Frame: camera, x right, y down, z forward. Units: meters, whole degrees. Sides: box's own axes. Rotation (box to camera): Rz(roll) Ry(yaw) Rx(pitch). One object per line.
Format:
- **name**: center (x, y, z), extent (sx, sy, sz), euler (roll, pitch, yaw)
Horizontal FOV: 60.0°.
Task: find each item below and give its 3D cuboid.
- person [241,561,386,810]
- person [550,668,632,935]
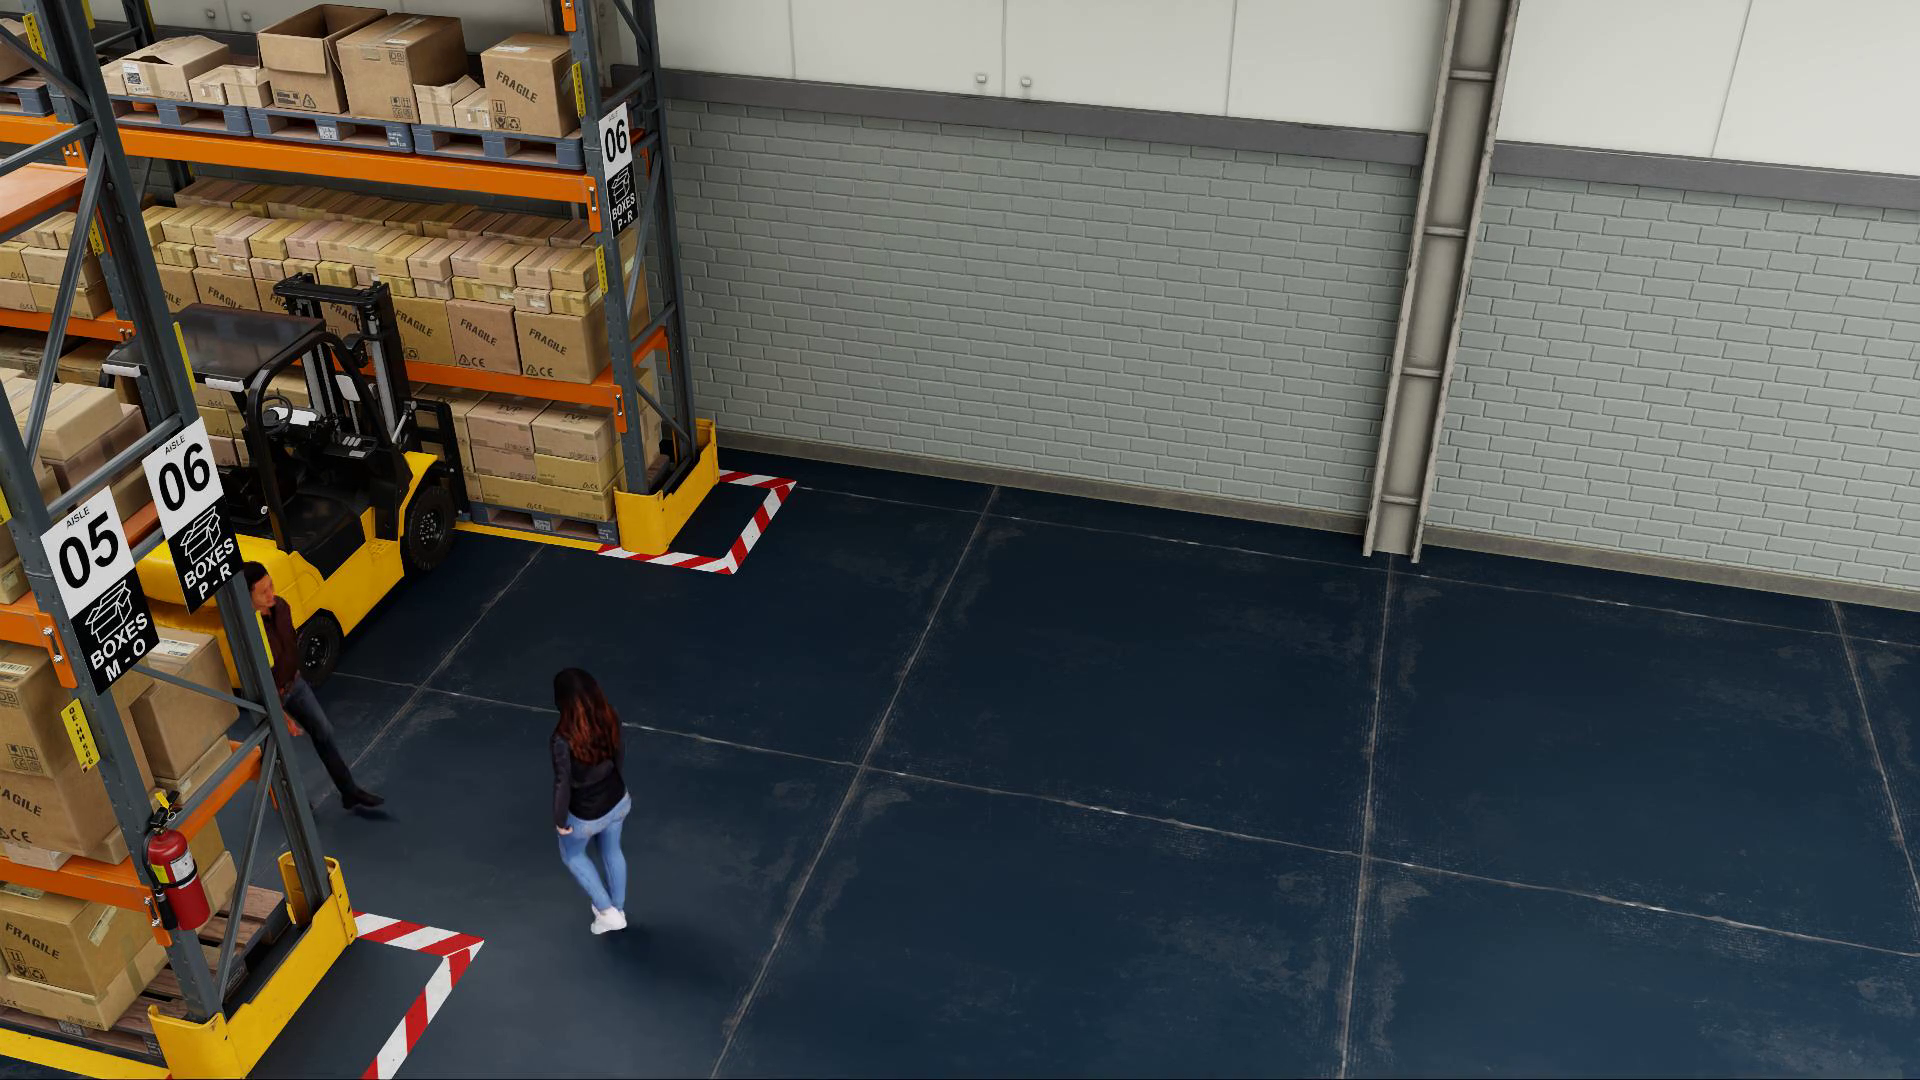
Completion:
- **person**: center (-3.910, 0.860, 9.305), extent (0.906, 1.755, 0.666), euler (10, 34, 16)
- **person**: center (-1.833, 1.398, 8.598), extent (0.797, 1.624, 0.783), euler (21, 38, 29)
